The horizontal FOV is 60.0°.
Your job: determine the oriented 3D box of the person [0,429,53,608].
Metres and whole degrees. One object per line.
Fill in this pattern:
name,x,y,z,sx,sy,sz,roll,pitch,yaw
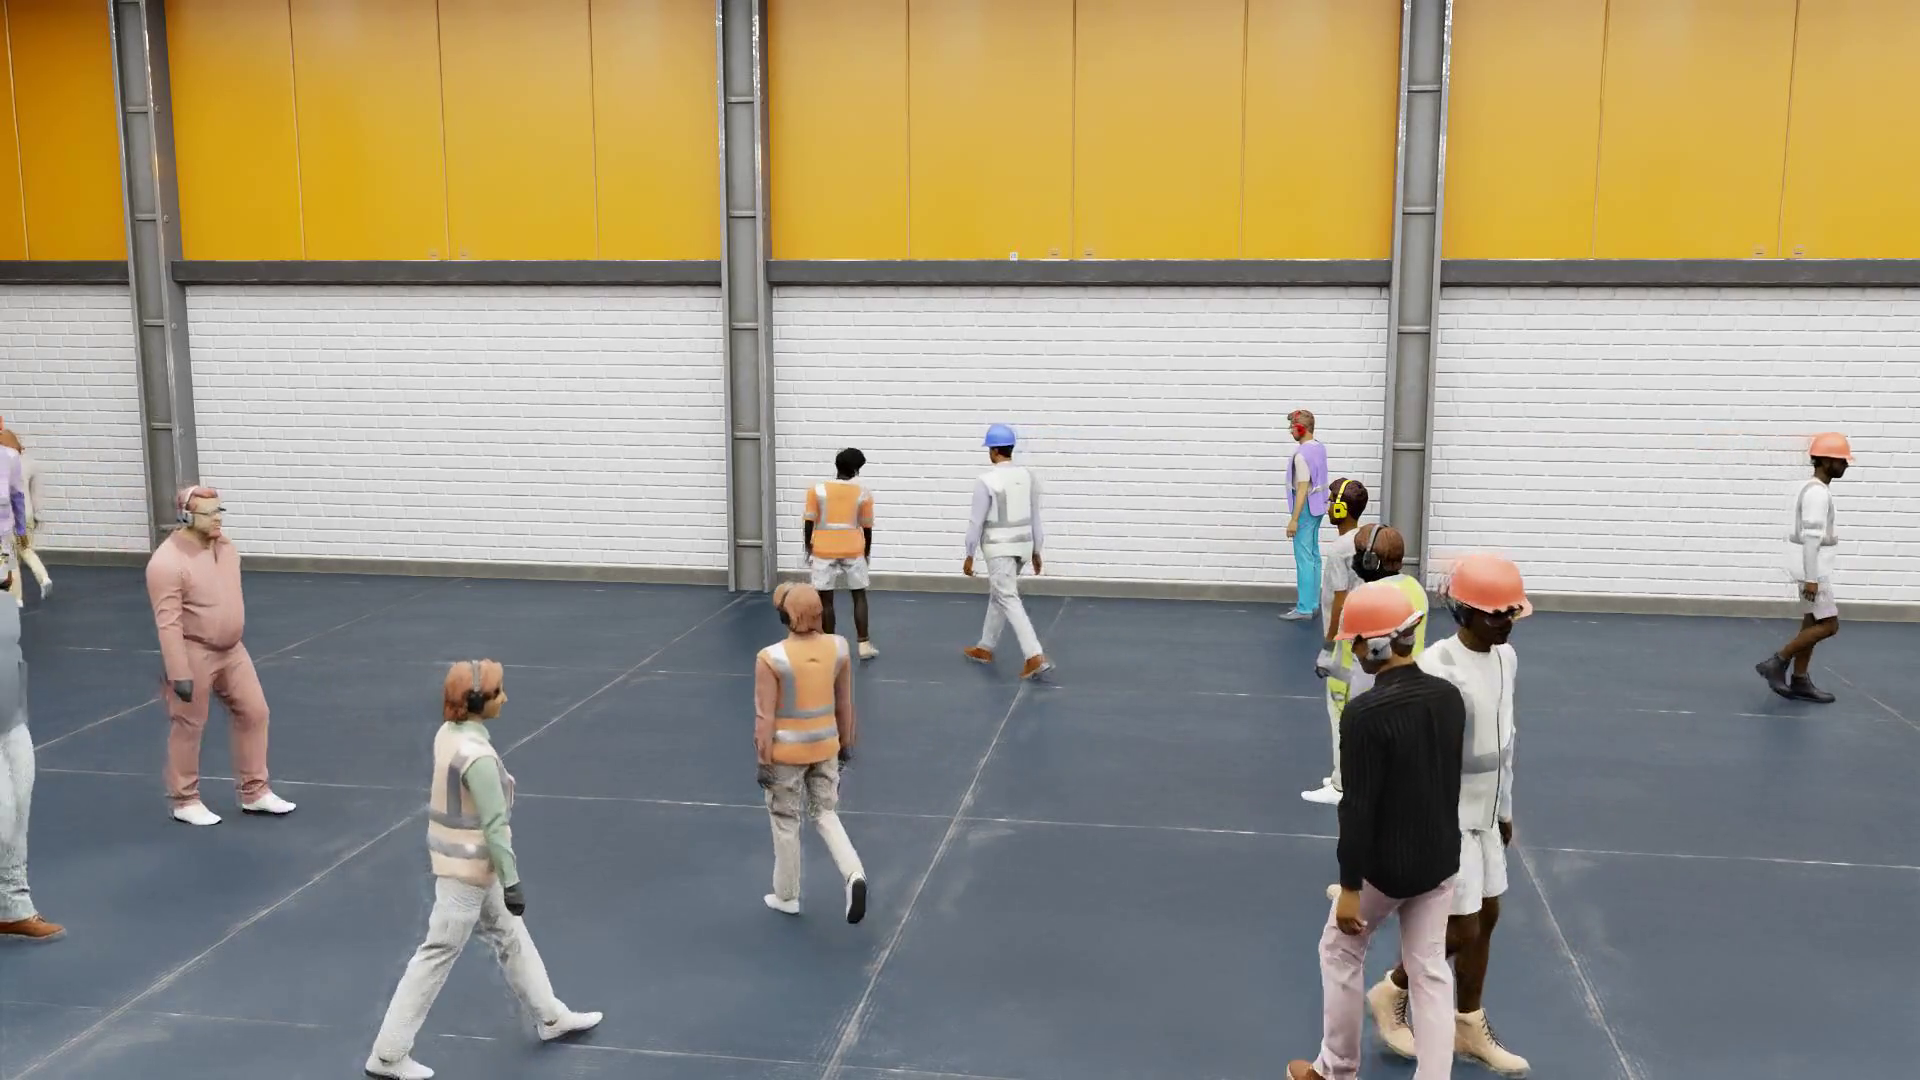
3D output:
person,-8.460,-0.187,14.908,0.435,1.621,0.515,4,10,22

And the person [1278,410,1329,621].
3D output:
person,3.004,-0.211,14.420,0.388,1.838,0.563,5,10,28

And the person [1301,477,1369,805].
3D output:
person,2.178,0.575,9.476,0.321,1.871,0.532,7,11,36

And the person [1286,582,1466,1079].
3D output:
person,1.480,1.114,5.880,0.669,1.947,0.800,-6,11,-34

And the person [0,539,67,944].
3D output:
person,-4.366,0.883,7.394,0.535,1.928,0.646,0,9,2

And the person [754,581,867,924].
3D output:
person,-0.692,0.991,7.662,0.528,1.618,0.621,-7,12,-37

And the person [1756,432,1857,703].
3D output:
person,5.951,0.202,11.606,0.447,1.921,0.575,4,10,25

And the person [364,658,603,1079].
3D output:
person,-1.841,1.237,6.264,0.911,1.590,0.527,-5,10,-26

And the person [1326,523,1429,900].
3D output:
person,1.984,0.833,7.972,0.430,1.844,0.624,7,11,36

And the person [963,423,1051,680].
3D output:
person,0.379,0.076,12.502,0.617,1.902,1.016,-9,13,-43

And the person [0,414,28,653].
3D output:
person,-7.783,-0.096,13.195,0.787,2.010,0.630,5,10,28

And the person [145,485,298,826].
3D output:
person,-4.005,0.641,9.030,0.773,1.878,0.685,2,10,15

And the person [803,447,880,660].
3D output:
person,-0.903,0.119,12.908,0.617,1.671,0.385,-2,9,-12

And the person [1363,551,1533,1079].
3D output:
person,1.878,1.024,6.248,0.643,2.026,0.514,-9,13,-44
